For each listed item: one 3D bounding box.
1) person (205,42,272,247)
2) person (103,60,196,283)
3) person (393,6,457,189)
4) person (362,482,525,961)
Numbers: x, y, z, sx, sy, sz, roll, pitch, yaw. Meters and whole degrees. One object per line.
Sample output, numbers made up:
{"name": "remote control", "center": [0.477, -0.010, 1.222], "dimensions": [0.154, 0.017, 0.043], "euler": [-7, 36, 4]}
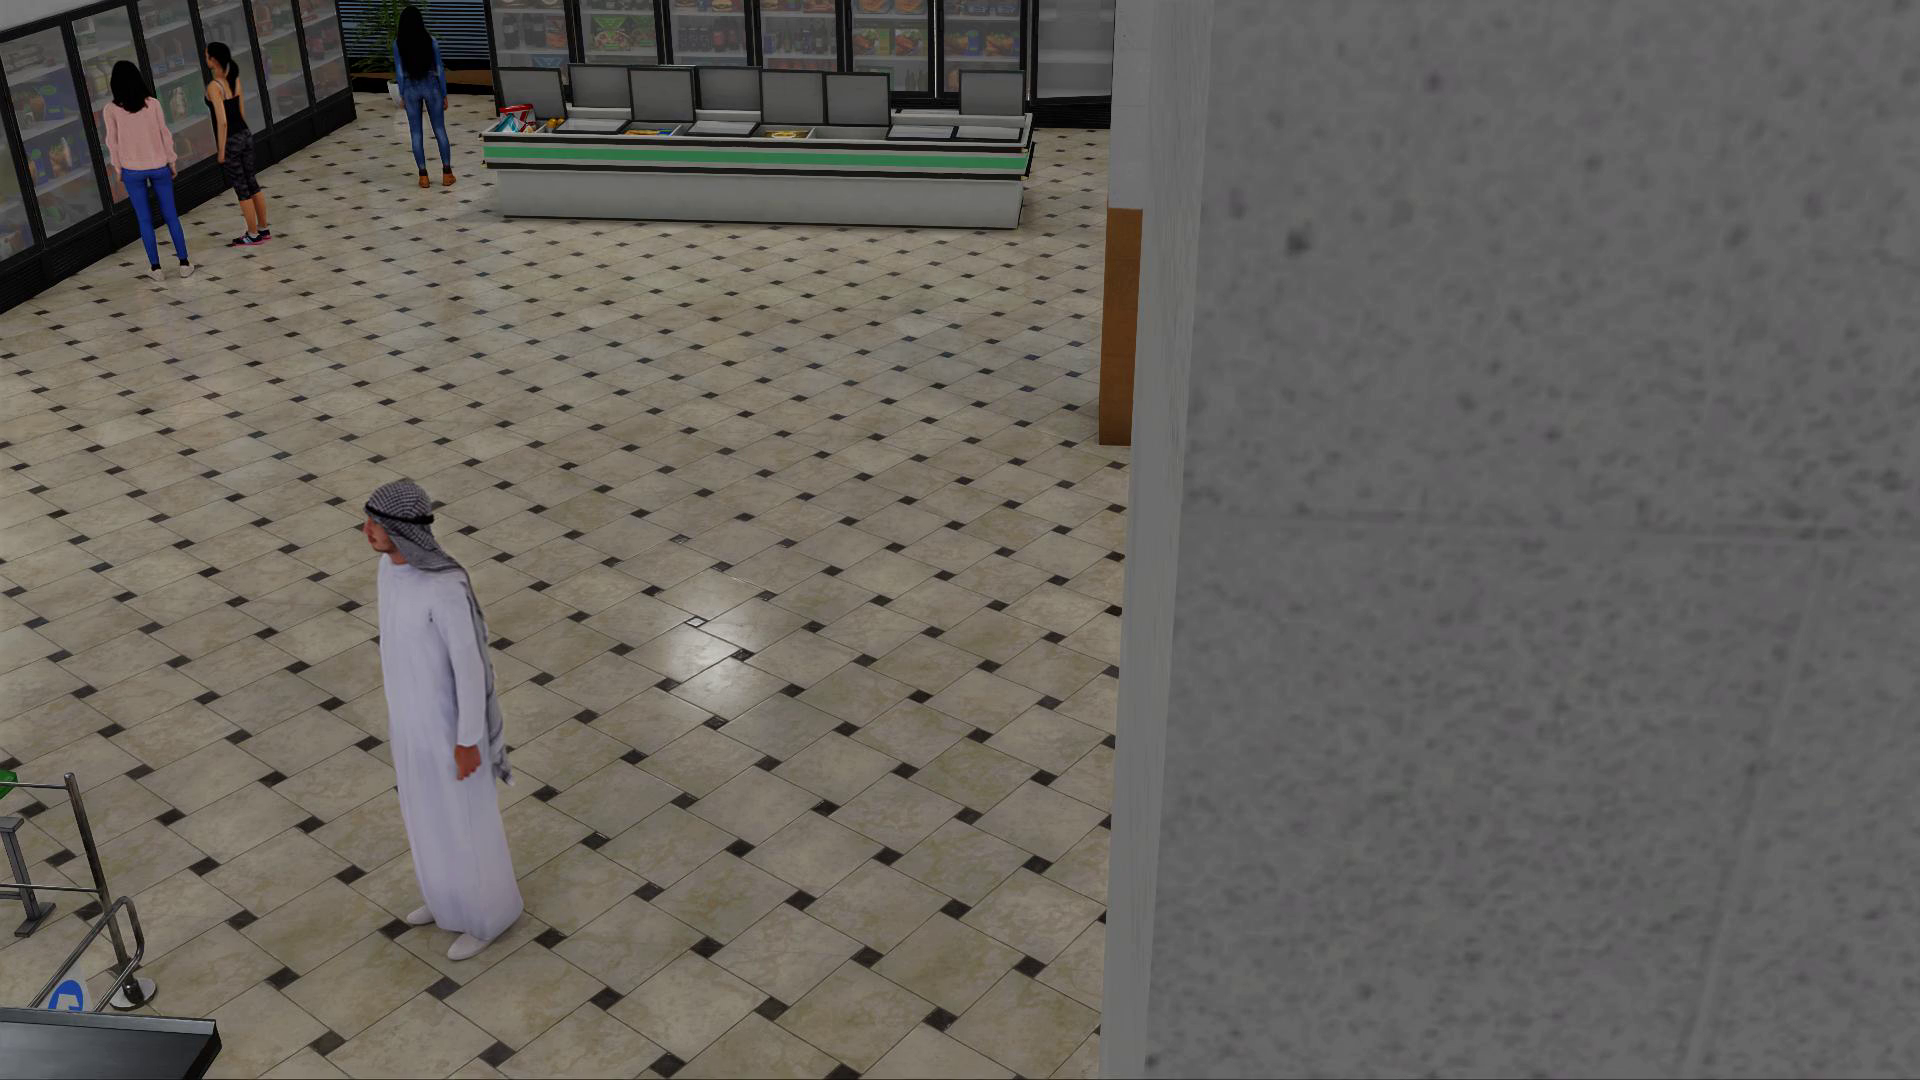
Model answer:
{"name": "person", "center": [-6.276, -3.433, 14.417], "dimensions": [0.558, 1.729, 0.580], "euler": [4, 27, 9]}
{"name": "person", "center": [-6.613, -2.994, 13.509], "dimensions": [0.679, 1.768, 0.792], "euler": [-14, 30, -25]}
{"name": "person", "center": [-5.207, -4.296, 16.137], "dimensions": [0.573, 1.713, 0.725], "euler": [-7, 28, -14]}
{"name": "person", "center": [-1.920, 0.661, 6.129], "dimensions": [0.780, 1.926, 0.861], "euler": [24, 35, 38]}
